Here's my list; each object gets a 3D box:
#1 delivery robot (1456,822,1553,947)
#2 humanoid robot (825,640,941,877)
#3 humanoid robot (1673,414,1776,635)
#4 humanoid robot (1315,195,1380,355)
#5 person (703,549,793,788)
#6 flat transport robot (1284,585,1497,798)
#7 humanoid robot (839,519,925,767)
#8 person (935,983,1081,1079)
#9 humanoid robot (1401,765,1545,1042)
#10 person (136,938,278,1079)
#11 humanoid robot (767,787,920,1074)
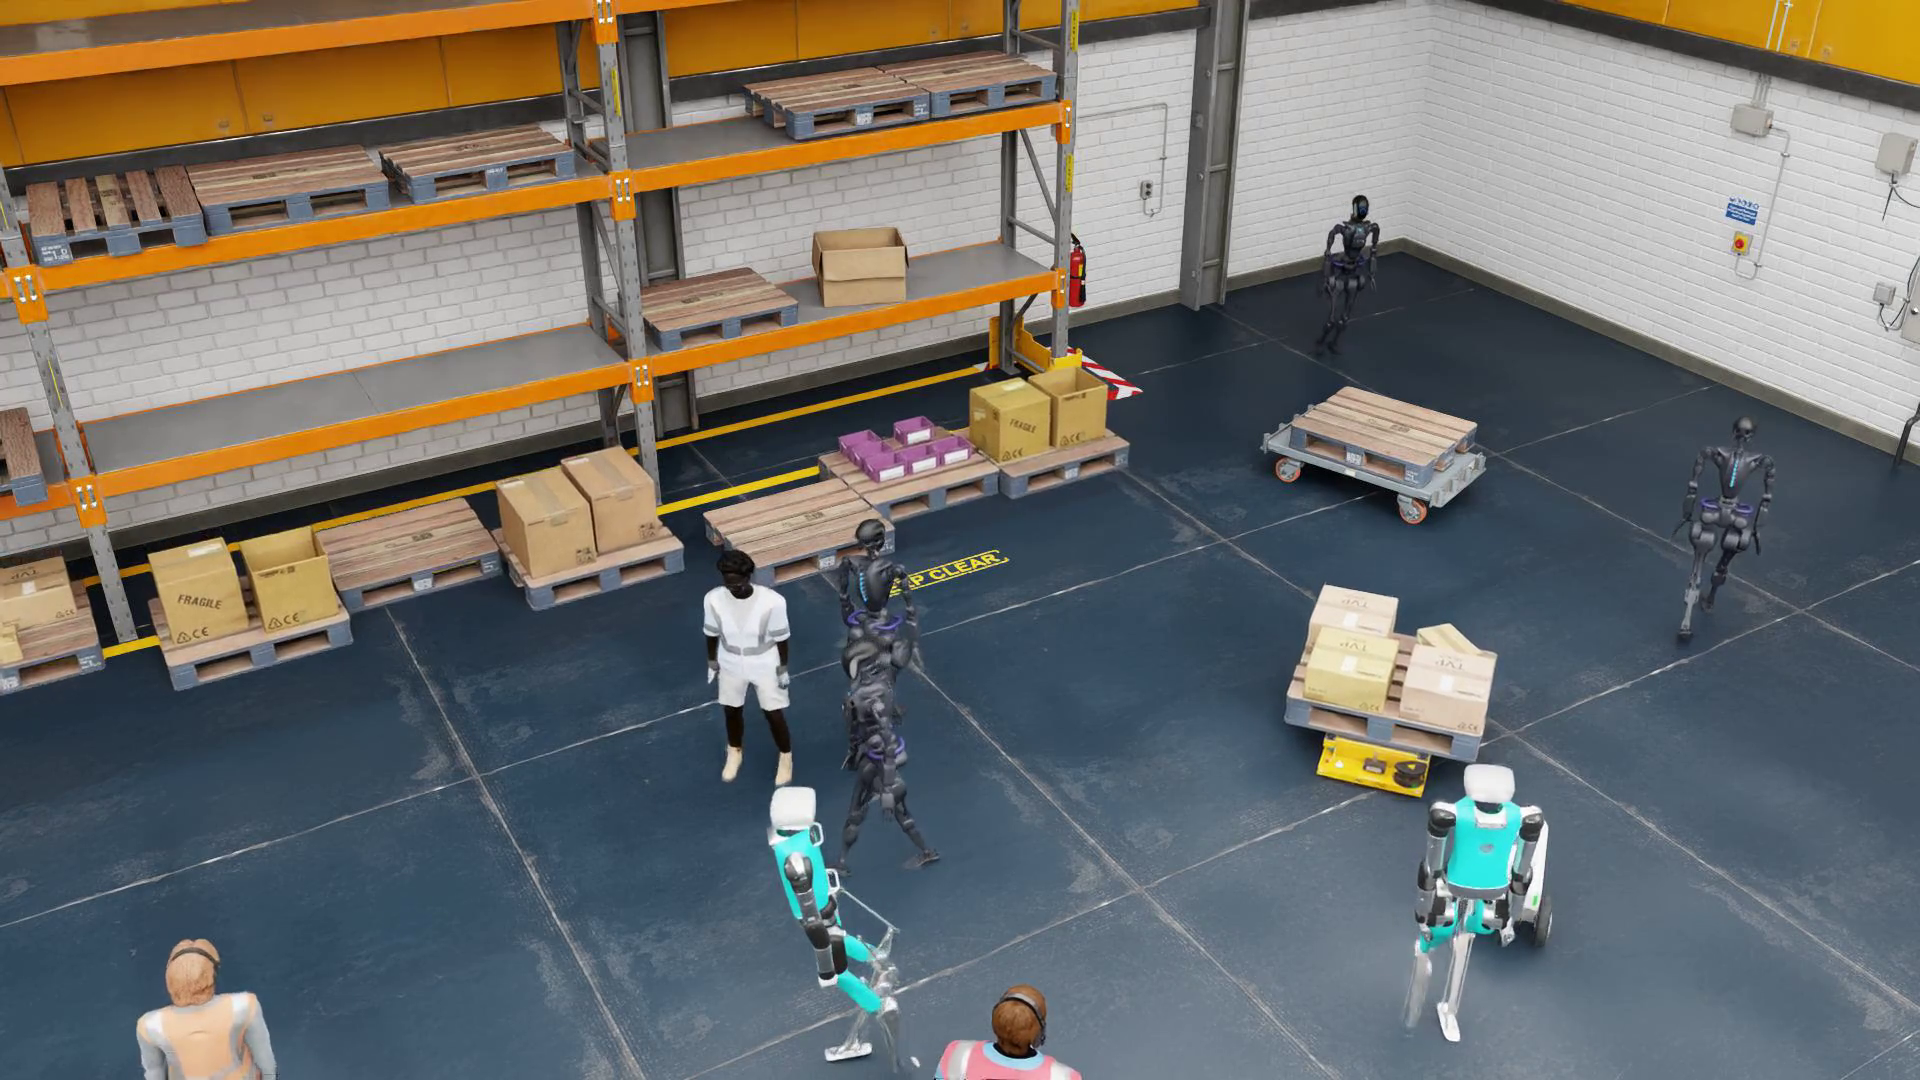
[{"bbox_3d":[3.093,1.883,9.363,0.499,0.608,0.786,10,31,18],"label":"delivery robot"},{"bbox_3d":[-0.473,1.262,9.364,0.806,1.617,0.603,-13,32,-21],"label":"humanoid robot"},{"bbox_3d":[5.397,-0.097,11.786,0.594,1.645,0.780,12,32,21],"label":"humanoid robot"},{"bbox_3d":[3.732,-2.563,16.091,0.599,1.642,0.430,-6,30,-11],"label":"humanoid robot"},{"bbox_3d":[-1.291,0.775,10.171,0.546,1.679,0.337,4,30,8],"label":"person"},{"bbox_3d":[2.814,1.152,10.935,0.659,0.231,1.431,11,31,19],"label":"flat transport robot"},{"bbox_3d":[-0.502,0.613,10.513,0.591,1.620,0.794,14,33,24],"label":"humanoid robot"},{"bbox_3d":[0.220,2.563,6.855,0.628,1.836,0.432,9,31,15],"label":"person"},{"bbox_3d":[2.510,1.796,8.346,0.550,1.835,0.669,3,30,5],"label":"humanoid robot"},{"bbox_3d":[-3.224,2.457,7.252,0.520,1.609,0.695,-16,33,-25],"label":"person"},{"bbox_3d":[-0.485,1.960,8.123,0.832,1.870,0.547,-6,30,-10],"label":"humanoid robot"}]
